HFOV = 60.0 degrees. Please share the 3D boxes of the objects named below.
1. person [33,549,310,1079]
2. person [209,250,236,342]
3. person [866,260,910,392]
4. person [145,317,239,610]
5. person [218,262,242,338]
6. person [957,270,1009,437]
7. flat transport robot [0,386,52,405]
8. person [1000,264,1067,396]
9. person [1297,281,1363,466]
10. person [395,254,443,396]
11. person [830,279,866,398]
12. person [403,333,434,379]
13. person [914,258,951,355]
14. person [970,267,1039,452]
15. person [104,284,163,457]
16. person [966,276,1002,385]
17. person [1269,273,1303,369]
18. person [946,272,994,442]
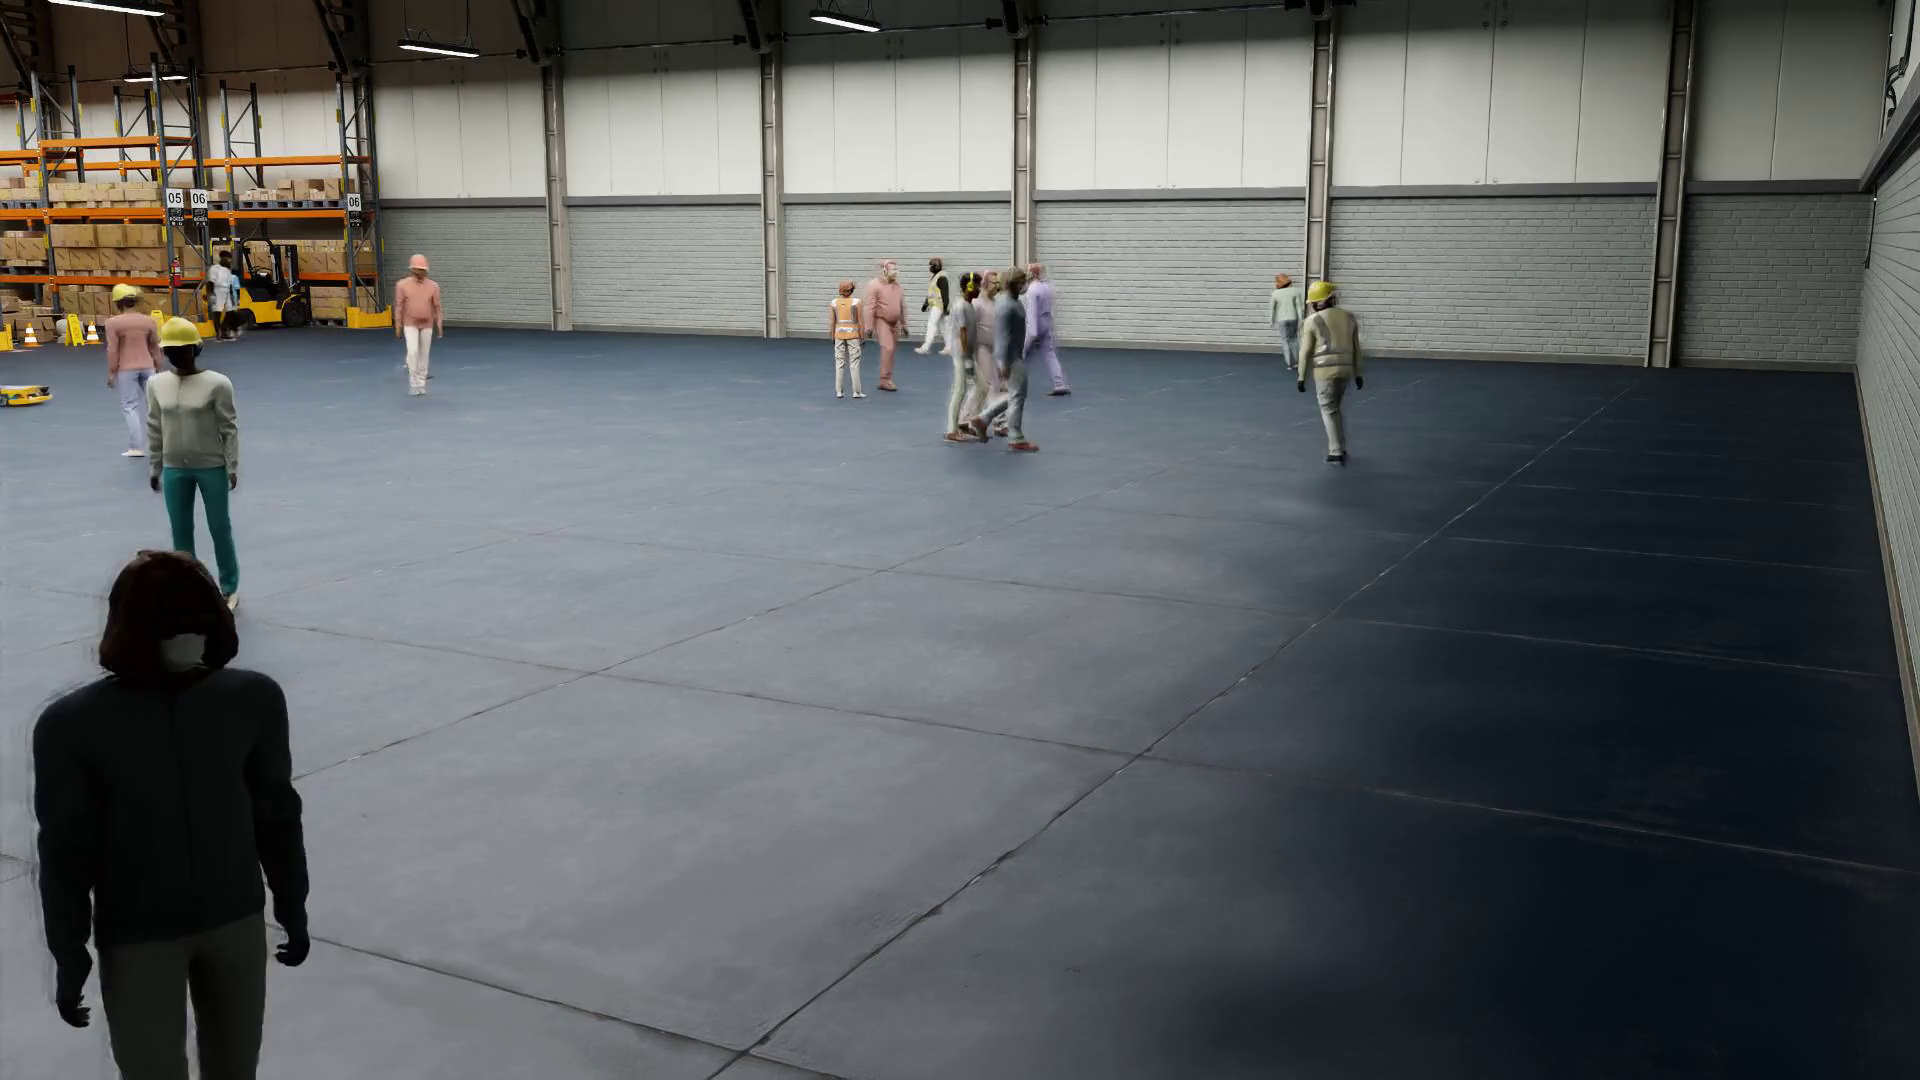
[{"bbox_3d":[-1.587,0.814,3.422,0.361,1.621,0.517,9,14,42],"label":"person"},{"bbox_3d":[-15.590,-5.139,35.100,0.381,1.926,0.724,2,11,12],"label":"person"},{"bbox_3d":[-0.977,-3.068,23.897,0.678,1.879,0.686,10,14,42],"label":"person"},{"bbox_3d":[-4.544,-0.430,9.846,0.533,1.767,0.329,0,10,0],"label":"person"},{"bbox_3d":[-15.951,-5.228,36.240,0.540,1.676,0.368,1,10,6],"label":"person"},{"bbox_3d":[0.316,-2.107,18.734,0.903,1.864,0.653,6,12,29],"label":"person"},{"bbox_3d":[-12.911,-1.916,22.020,1.431,0.197,0.652,-2,11,-8],"label":"flat transport robot"},{"bbox_3d":[1.045,-2.935,23.294,1.050,1.845,0.633,6,12,30],"label":"person"},{"bbox_3d":[3.628,-1.630,16.312,0.611,1.787,0.577,-5,12,-26],"label":"person"},{"bbox_3d":[-7.543,-3.000,23.286,0.624,1.966,0.746,-6,12,-31],"label":"person"},{"bbox_3d":[-1.547,-2.769,22.935,0.513,1.642,0.311,3,11,18],"label":"person"},{"bbox_3d":[-8.445,-3.298,25.879,0.520,1.615,0.419,5,12,26],"label":"person"},{"bbox_3d":[-0.509,-4.381,31.274,0.899,1.802,0.629,-1,10,-8],"label":"person"},{"bbox_3d":[0.471,-1.864,17.238,0.655,1.920,0.641,1,10,7],"label":"person"},{"bbox_3d":[-8.340,-1.714,16.914,0.370,1.748,0.655,8,13,37],"label":"person"},{"bbox_3d":[0.493,-3.109,24.653,0.917,1.695,0.493,3,11,16],"label":"person"},{"bbox_3d":[5.474,-3.675,27.932,0.545,1.604,0.393,0,10,-2],"label":"person"},{"bbox_3d":[0.134,-1.970,18.029,0.646,1.843,0.551,4,11,19],"label":"person"}]
